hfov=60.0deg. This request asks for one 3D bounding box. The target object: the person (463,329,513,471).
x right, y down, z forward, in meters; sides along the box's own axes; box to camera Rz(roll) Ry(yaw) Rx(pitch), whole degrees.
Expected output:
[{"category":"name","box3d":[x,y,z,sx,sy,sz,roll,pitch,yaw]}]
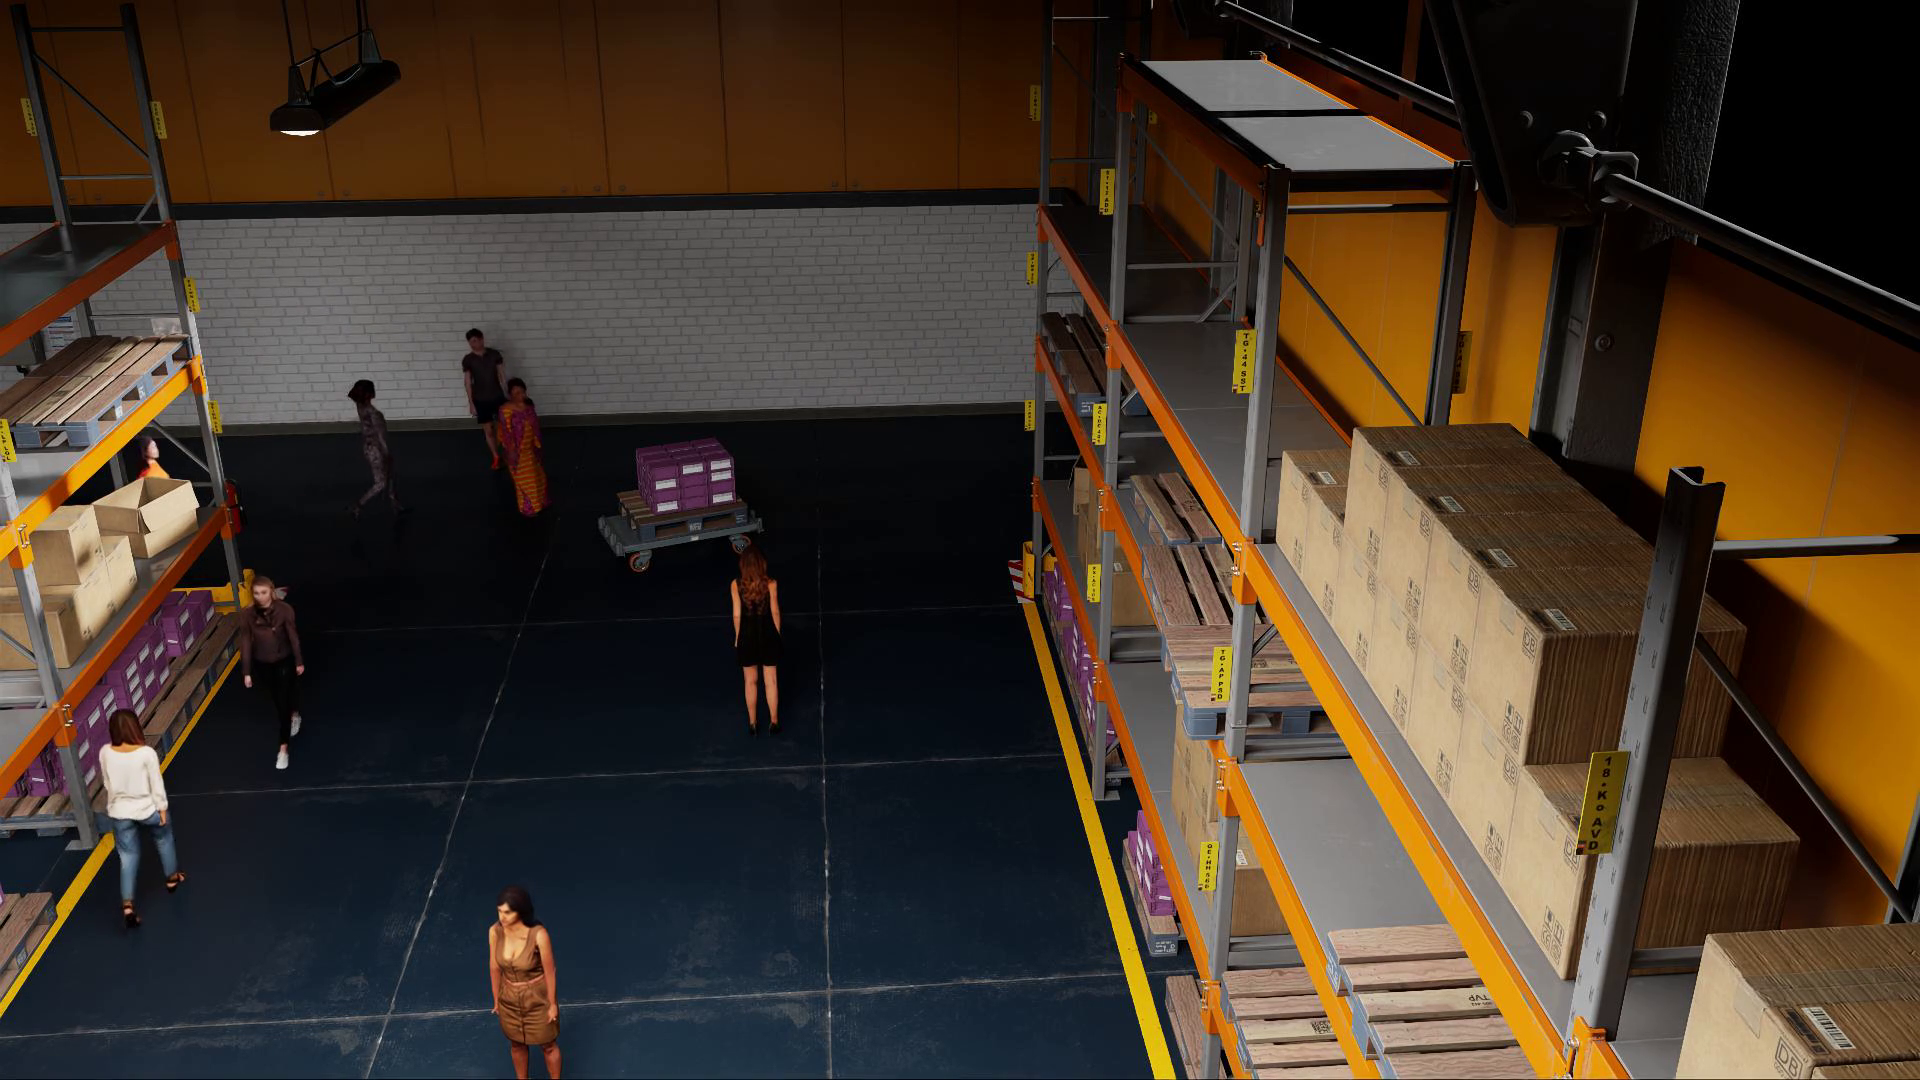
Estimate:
[{"category":"person","box3d":[-5.761,-1.742,20.474,0.917,1.818,0.819,-19,30,-36]}]

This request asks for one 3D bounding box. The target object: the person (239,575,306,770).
[{"category":"person","box3d":[-5.872,1.047,14.294,0.660,1.658,1.113,-3,24,-8]}]

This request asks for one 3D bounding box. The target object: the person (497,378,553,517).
[{"category":"person","box3d":[-5.054,-1.090,19.189,0.912,1.654,0.846,13,27,27]}]

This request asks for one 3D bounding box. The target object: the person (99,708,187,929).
[{"category":"person","box3d":[-6.008,2.025,12.066,0.613,1.651,1.020,-2,24,-4]}]

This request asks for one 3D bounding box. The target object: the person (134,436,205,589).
[{"category":"person","box3d":[-8.345,-0.235,17.139,0.824,1.729,1.012,-8,25,-17]}]

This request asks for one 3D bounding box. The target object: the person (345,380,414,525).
[{"category":"person","box3d":[-6.674,-0.967,18.856,0.965,1.695,1.044,-16,28,-33]}]

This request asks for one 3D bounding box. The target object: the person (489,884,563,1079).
[{"category":"person","box3d":[-2.650,2.823,10.195,0.629,1.687,0.600,5,24,11]}]

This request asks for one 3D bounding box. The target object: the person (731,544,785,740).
[{"category":"person","box3d":[-1.753,0.886,14.444,0.584,1.835,0.524,-1,24,-2]}]
